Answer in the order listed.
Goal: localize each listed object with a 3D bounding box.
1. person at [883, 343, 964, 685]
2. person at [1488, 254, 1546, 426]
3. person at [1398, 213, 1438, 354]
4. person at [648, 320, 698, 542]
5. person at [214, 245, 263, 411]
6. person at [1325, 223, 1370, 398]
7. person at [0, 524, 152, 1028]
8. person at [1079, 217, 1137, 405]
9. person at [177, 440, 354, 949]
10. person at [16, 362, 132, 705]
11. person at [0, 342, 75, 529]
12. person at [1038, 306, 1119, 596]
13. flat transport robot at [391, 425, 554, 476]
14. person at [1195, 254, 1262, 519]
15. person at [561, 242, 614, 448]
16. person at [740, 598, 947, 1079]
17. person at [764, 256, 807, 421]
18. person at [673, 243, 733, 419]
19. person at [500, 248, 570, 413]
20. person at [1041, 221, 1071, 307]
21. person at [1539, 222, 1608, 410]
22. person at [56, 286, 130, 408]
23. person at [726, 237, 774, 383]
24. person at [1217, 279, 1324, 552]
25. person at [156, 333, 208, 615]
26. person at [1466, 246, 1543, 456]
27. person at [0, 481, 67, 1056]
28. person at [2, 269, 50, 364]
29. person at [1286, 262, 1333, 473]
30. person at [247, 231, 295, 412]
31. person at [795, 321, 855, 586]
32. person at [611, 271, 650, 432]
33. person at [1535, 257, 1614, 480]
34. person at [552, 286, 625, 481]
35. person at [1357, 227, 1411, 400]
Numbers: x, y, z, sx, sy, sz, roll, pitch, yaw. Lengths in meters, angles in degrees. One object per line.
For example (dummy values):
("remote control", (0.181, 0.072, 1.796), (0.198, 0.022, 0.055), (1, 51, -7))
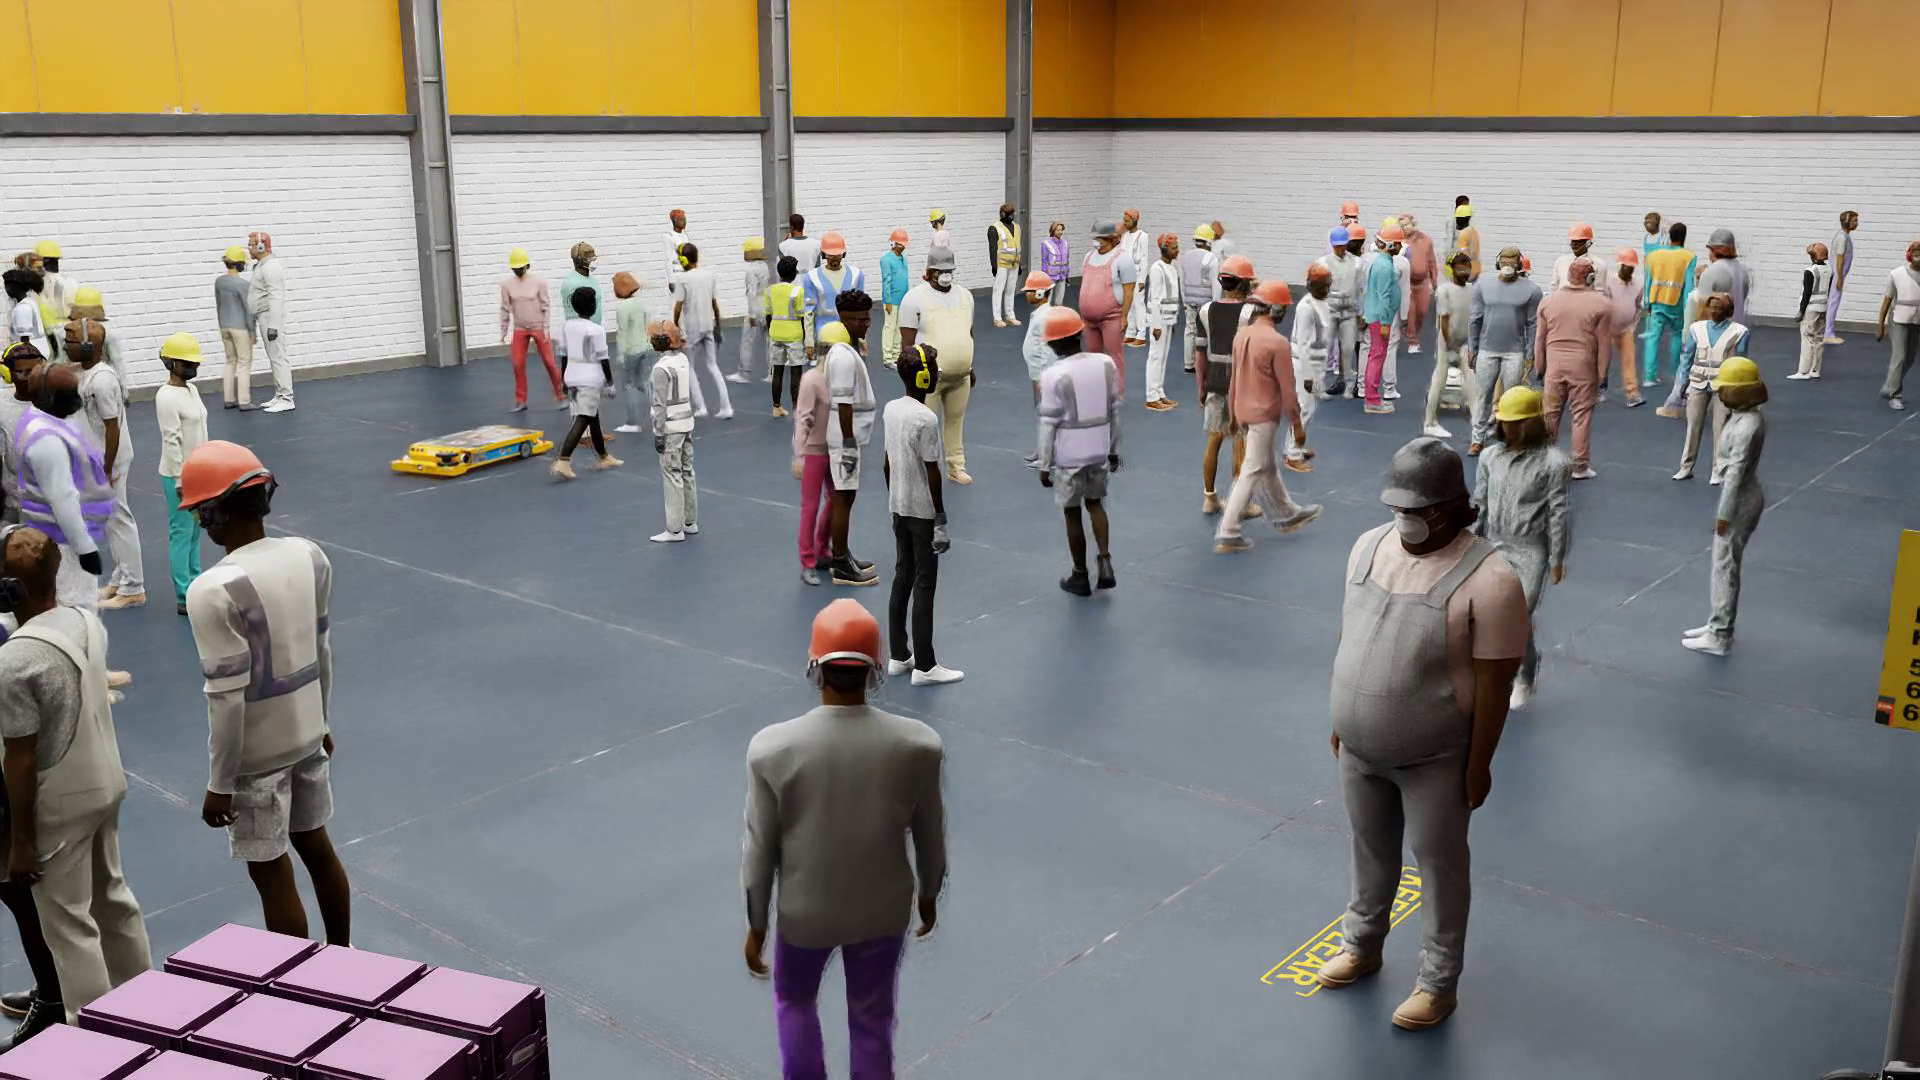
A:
("person", (-0.219, -0.138, 9.074), (0.328, 1.872, 0.513), (-10, 17, -34))
("person", (5.553, -1.984, 16.690), (0.336, 1.749, 0.563), (-13, 19, -41))
("person", (6.053, -3.440, 22.301), (0.717, 1.874, 0.510), (-1, 14, -6))
("person", (-2.108, -0.797, 12.194), (0.313, 1.634, 0.515), (3, 14, 12))
("person", (-7.712, -2.258, 17.775), (0.534, 1.761, 0.350), (8, 16, 28))
("person", (4.368, -2.553, 18.582), (0.362, 1.939, 0.542), (-10, 17, -34))
("person", (-2.803, 0.847, 5.217), (0.341, 1.839, 0.501), (0, 14, 0))
("person", (1.546, -2.481, 18.088), (0.535, 2.000, 0.684), (-13, 19, -42))
("person", (-2.313, 0.673, 5.504), (0.400, 2.029, 0.615), (3, 14, 13))
("person", (-4.675, -0.025, 8.746), (0.433, 1.818, 0.667), (-8, 16, -28))
("person", (-5.117, -0.182, 9.283), (0.327, 1.861, 0.499), (10, 17, 34))
("person", (0.772, -0.542, 10.634), (0.611, 1.909, 0.471), (-8, 16, -30))
("flat transport robot", (-4.398, -0.828, 15.070), (0.652, 0.197, 1.431), (6, 15, 24))
("person", (2.110, -1.179, 12.885), (0.605, 2.042, 0.384), (11, 18, 38))
("person", (-3.539, -1.847, 15.764), (0.372, 1.940, 0.629), (2, 14, 7))
("person", (-0.335, 1.005, 4.763), (0.600, 1.734, 0.496), (-3, 14, -13))
("person", (-1.774, -2.081, 17.186), (0.540, 1.695, 0.317), (8, 16, 30))
("person", (-2.687, -2.139, 17.177), (0.545, 1.823, 0.586), (-14, 19, -43))
("person", (-4.531, -2.222, 17.660), (0.702, 1.743, 0.514), (1, 14, 4))
("person", (1.383, -3.790, 24.131), (0.514, 1.642, 0.310), (-10, 17, -36))
("person", (6.578, -2.390, 17.818), (0.611, 1.995, 0.381), (14, 19, 43))
("person", (-7.088, -1.216, 13.666), (0.502, 1.727, 0.380), (-1, 14, -5))
("person", (-2.478, -2.702, 19.638), (0.802, 1.712, 0.564), (5, 15, 20))
("person", (2.275, -0.898, 11.970), (1.019, 1.932, 0.640), (-5, 15, -19))
("person", (-4.805, -0.412, 10.389), (0.329, 1.764, 0.524), (-2, 14, -7))
("person", (4.965, -1.715, 15.239), (0.631, 1.938, 0.372), (6, 15, 22))
("person", (-3.099, 0.730, 5.407), (0.361, 1.964, 0.613), (-4, 15, -15))
("person", (-8.788, -1.712, 15.734), (0.320, 1.686, 0.539), (-5, 15, -21))
("person", (3.059, -1.526, 14.656), (0.430, 1.853, 0.717), (6, 15, 24))
("person", (-7.369, -2.321, 17.722), (0.403, 1.906, 0.651), (-7, 15, -25))
("person", (-0.906, -0.579, 11.076), (0.404, 1.754, 0.587), (8, 16, 30))
("person", (-3.152, -1.848, 16.428), (0.565, 1.611, 0.546), (5, 15, 17))
("person", (5.289, -1.475, 14.340), (0.651, 1.906, 0.403), (11, 18, 38))
("person", (-3.269, -1.357, 14.373), (0.537, 1.660, 0.860), (11, 18, 37))
("person", (4.684, -2.515, 18.497), (0.646, 1.907, 0.401), (8, 16, 28))
